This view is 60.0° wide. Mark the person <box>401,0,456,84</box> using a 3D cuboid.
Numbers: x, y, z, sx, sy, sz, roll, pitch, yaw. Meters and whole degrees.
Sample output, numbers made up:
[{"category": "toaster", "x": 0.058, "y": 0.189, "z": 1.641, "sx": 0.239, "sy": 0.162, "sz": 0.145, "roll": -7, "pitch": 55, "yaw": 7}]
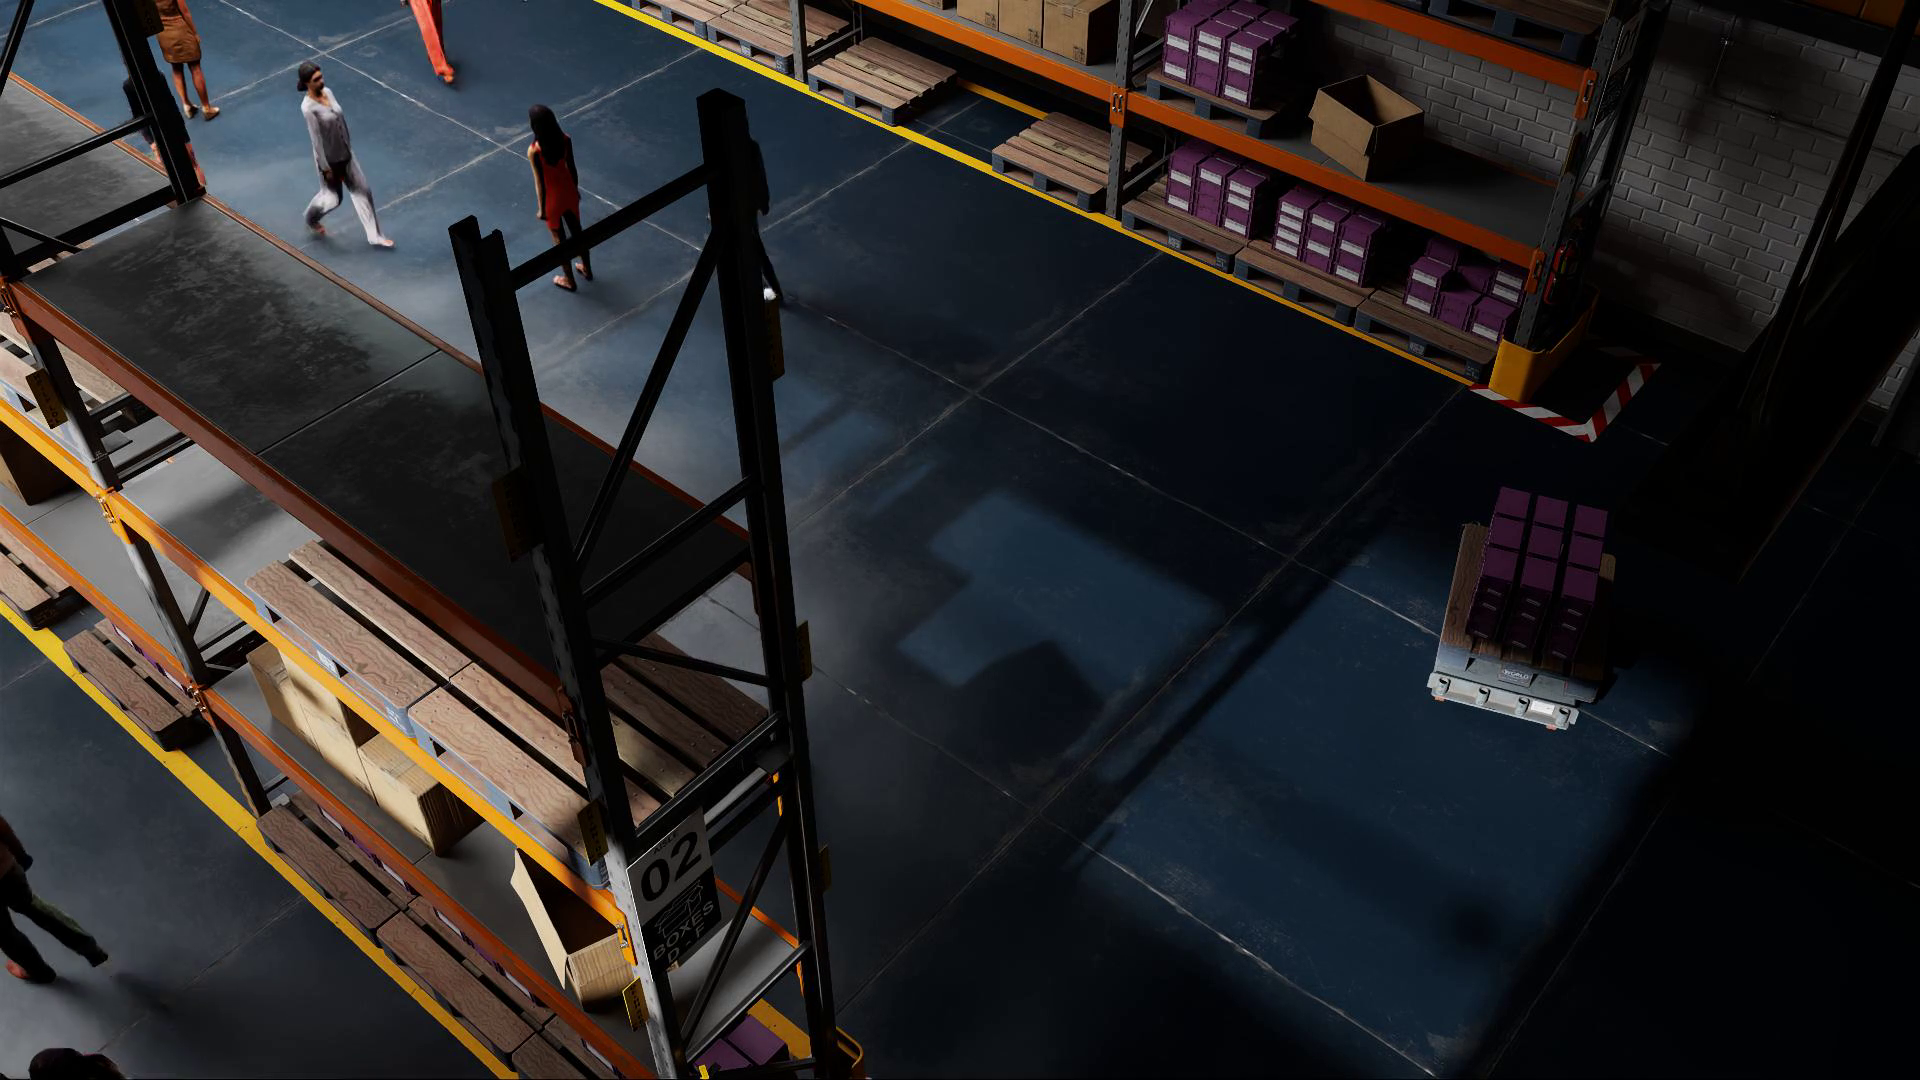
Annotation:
[{"category": "person", "x": -5.483, "y": -5.610, "z": 16.866, "sx": 0.791, "sy": 1.775, "sz": 1.112, "roll": -28, "pitch": 50, "yaw": -27}]

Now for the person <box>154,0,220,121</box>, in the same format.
[{"category": "person", "x": -7.632, "y": -4.909, "z": 16.197, "sx": 0.611, "sy": 1.684, "sz": 0.705, "roll": 5, "pitch": 44, "yaw": 5}]

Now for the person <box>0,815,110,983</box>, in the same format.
[{"category": "person", "x": -5.152, "y": 1.894, "z": 8.934, "sx": 1.029, "sy": 1.852, "sz": 0.851, "roll": 15, "pitch": 46, "yaw": 15}]

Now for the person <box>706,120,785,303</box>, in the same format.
[{"category": "person", "x": -1.734, "y": -2.739, "z": 13.920, "sx": 1.166, "sy": 1.682, "sz": 0.723, "roll": 24, "pitch": 49, "yaw": 23}]

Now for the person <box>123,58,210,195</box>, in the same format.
[{"category": "person", "x": -7.207, "y": -3.682, "z": 14.969, "sx": 0.694, "sy": 1.601, "sz": 1.030, "roll": -30, "pitch": 51, "yaw": -28}]

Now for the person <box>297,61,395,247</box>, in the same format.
[{"category": "person", "x": -5.551, "y": -3.344, "z": 14.512, "sx": 1.162, "sy": 1.742, "sz": 0.885, "roll": 13, "pitch": 45, "yaw": 14}]

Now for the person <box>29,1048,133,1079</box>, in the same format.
[{"category": "person", "x": -4.138, "y": 2.892, "z": 8.074, "sx": 1.007, "sy": 1.593, "sz": 0.915, "roll": 0, "pitch": 44, "yaw": -1}]

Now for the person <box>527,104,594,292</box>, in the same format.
[{"category": "person", "x": -3.394, "y": -2.896, "z": 14.059, "sx": 0.496, "sy": 1.719, "sz": 0.590, "roll": 31, "pitch": 52, "yaw": 28}]
